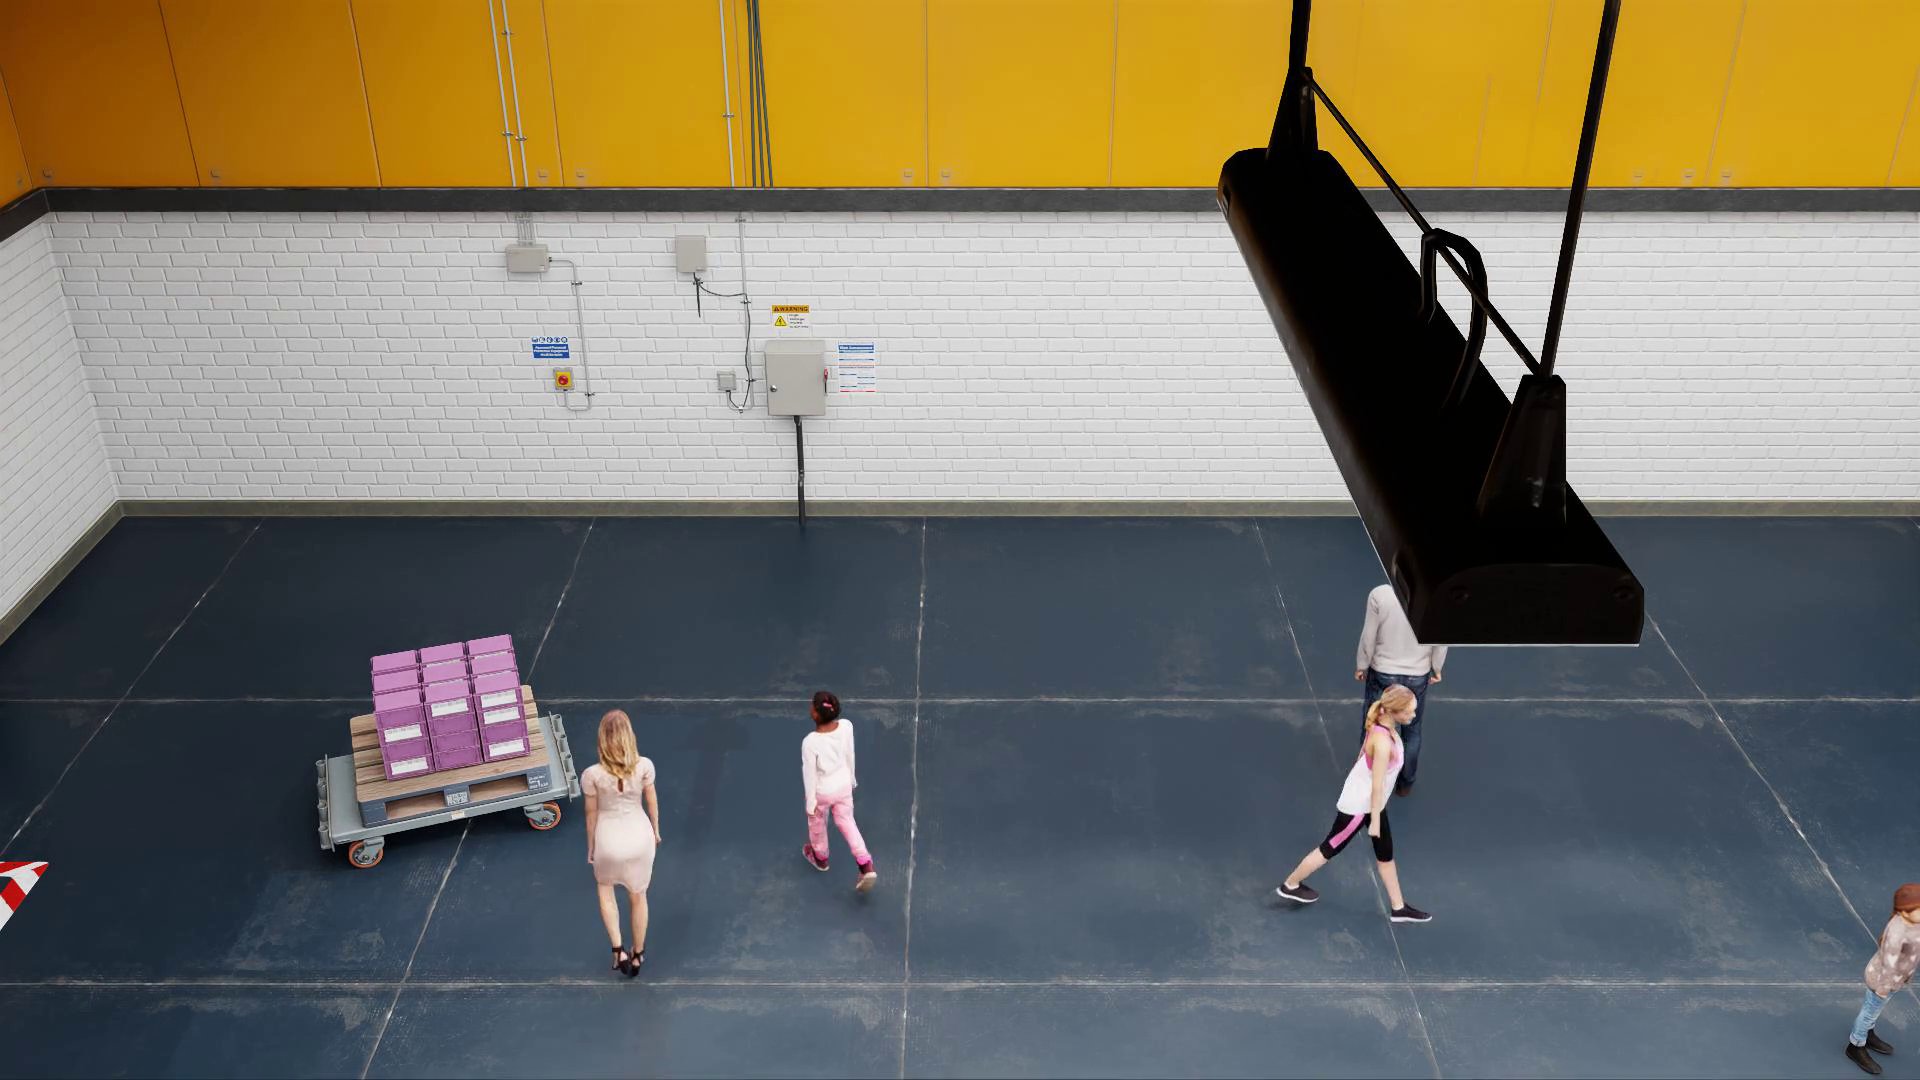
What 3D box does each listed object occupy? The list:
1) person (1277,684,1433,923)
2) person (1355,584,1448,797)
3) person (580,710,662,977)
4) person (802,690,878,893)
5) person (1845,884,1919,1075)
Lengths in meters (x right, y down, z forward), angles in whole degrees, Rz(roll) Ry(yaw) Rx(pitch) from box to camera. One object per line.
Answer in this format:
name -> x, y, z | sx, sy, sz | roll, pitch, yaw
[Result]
person -> 2.331, 1.584, 10.039 | 0.969, 1.720, 1.196 | 7, 29, 12
person -> 2.939, 0.878, 11.141 | 0.758, 1.904, 0.647 | 3, 29, 5
person -> -1.916, 1.811, 9.518 | 0.664, 1.820, 0.699 | -9, 30, -15
person -> -0.771, 1.570, 10.372 | 0.879, 1.424, 1.006 | -20, 34, -32
person -> 5.105, 2.372, 9.143 | 0.612, 1.194, 0.550 | 25, 37, 38
